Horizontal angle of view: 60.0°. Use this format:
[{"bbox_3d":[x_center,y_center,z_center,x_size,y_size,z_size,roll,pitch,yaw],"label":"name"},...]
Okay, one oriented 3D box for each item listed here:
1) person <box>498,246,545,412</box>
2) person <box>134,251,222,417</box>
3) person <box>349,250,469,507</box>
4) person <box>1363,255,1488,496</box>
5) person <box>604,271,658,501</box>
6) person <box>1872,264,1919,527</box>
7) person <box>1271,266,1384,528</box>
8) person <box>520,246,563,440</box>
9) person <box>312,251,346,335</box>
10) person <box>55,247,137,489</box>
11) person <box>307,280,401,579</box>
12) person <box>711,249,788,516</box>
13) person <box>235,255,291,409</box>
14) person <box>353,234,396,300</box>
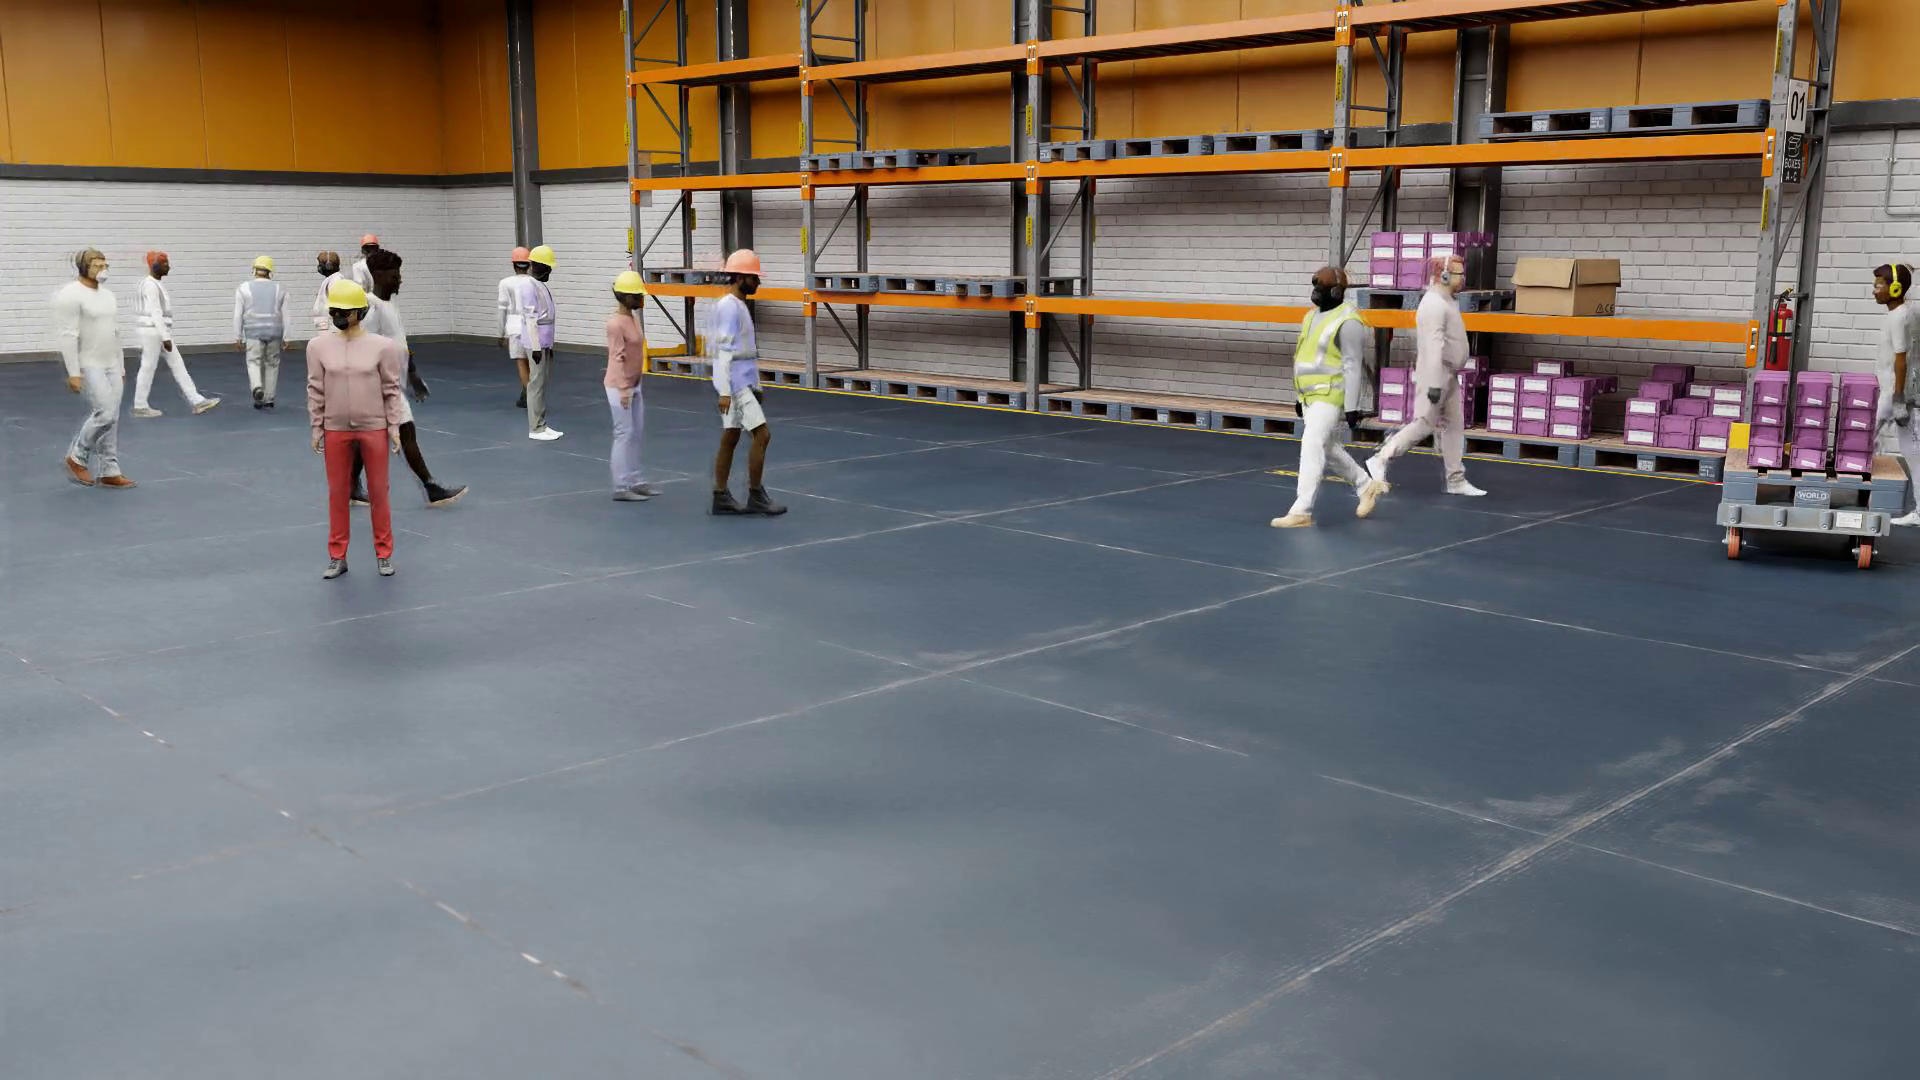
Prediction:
[{"bbox_3d":[-5.033,-2.433,19.209,0.553,1.903,0.941,-6,12,-30],"label":"person"},{"bbox_3d":[-8.811,-2.283,18.525,0.954,1.836,0.609,-3,11,-14],"label":"person"},{"bbox_3d":[-4.214,-1.187,12.367,0.993,1.914,0.630,-1,10,-5],"label":"person"},{"bbox_3d":[3.649,-1.273,12.944,0.873,1.882,0.655,5,11,25],"label":"person"},{"bbox_3d":[-2.518,-1.165,12.691,0.368,1.755,0.522,2,11,9],"label":"person"},{"bbox_3d":[6.433,-1.008,11.660,0.965,1.816,0.536,10,14,44],"label":"person"},{"bbox_3d":[2.600,-0.994,11.586,0.844,1.818,0.629,-2,11,-13],"label":"person"},{"bbox_3d":[-4.158,-1.953,16.533,0.381,1.917,0.586,-1,10,-3],"label":"person"},{"bbox_3d":[-7.175,-2.377,19.051,0.429,1.842,0.634,-4,11,-21],"label":"person"},{"bbox_3d":[-6.834,-1.346,13.187,0.443,1.929,0.649,1,10,6],"label":"person"},{"bbox_3d":[-3.572,-0.649,9.841,0.526,1.765,0.329,-2,11,-11],"label":"person"},{"bbox_3d":[-1.494,-1.114,11.951,0.713,1.911,0.587,0,10,-2],"label":"person"},{"bbox_3d":[-8.023,-2.373,19.187,0.607,1.796,0.645,-5,12,-27],"label":"person"},{"bbox_3d":[-8.153,-3.227,23.154,0.403,2.036,0.609,9,14,40],"label":"person"}]
